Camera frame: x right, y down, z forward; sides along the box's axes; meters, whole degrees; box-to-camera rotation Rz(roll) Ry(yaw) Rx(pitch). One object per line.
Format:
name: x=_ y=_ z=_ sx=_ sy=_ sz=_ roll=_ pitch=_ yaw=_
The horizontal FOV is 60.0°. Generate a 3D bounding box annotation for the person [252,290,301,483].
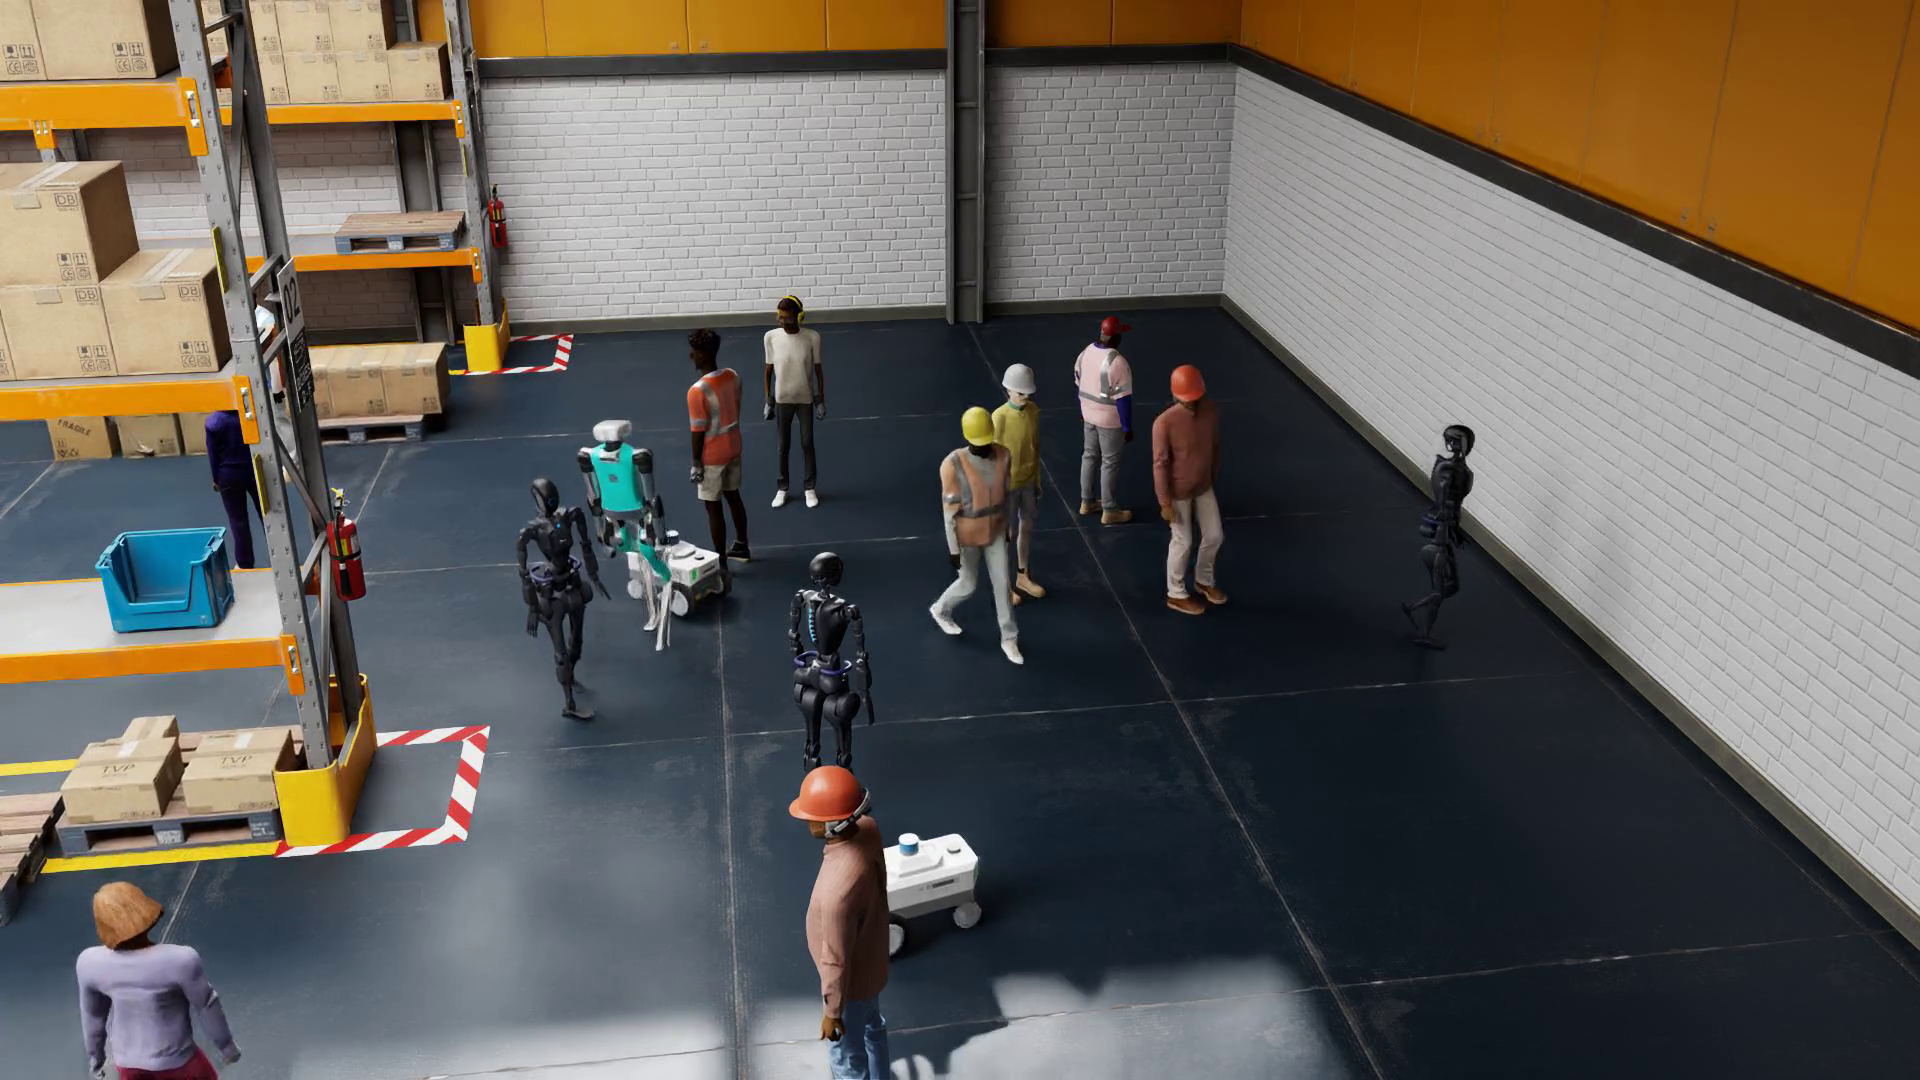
person: x=-6.164 y=-1.390 z=14.628 sx=0.620 sy=1.838 sz=0.431 roll=15 pitch=28 yaw=30

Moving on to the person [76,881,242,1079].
person: x=-3.316 y=2.123 z=6.894 sx=0.574 sy=1.620 sz=0.465 roll=2 pitch=24 yaw=5

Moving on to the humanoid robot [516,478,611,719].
humanoid robot: x=-2.573 y=0.341 z=10.906 sx=0.618 sy=1.634 sz=0.628 roll=21 pitch=31 yaw=39

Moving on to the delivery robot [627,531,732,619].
delivery robot: x=-2.139 y=0.230 z=12.524 sx=0.796 sy=0.601 sz=0.499 roll=14 pitch=27 yaw=29

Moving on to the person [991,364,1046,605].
person: x=0.405 y=-0.422 z=12.363 sx=0.487 sy=1.879 sz=0.411 roll=-20 pitch=31 yaw=-38

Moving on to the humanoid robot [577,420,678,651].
humanoid robot: x=-2.273 y=-0.078 z=11.792 sx=0.568 sy=1.794 sz=0.808 roll=4 pitch=24 yaw=10

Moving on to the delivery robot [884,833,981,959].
delivery robot: x=-0.286 y=1.850 z=8.844 sx=0.811 sy=0.609 sz=0.499 roll=-10 pitch=26 yaw=-22

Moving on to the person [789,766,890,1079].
person: x=-0.493 y=1.829 z=7.100 sx=0.403 sy=1.986 sz=0.610 roll=4 pitch=24 yaw=9

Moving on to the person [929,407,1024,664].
person: x=0.096 y=-0.082 z=11.591 sx=0.603 sy=1.889 sz=0.798 roll=-14 pitch=27 yaw=-29

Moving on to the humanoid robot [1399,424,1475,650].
humanoid robot: x=3.378 y=-0.031 z=11.707 sx=0.390 sy=1.643 sz=0.602 roll=12 pitch=27 yaw=26

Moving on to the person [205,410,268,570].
person: x=-5.543 y=-0.501 z=12.848 sx=0.464 sy=1.622 sz=0.348 roll=-19 pitch=30 yaw=-37

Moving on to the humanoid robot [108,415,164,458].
humanoid robot: x=-7.584 y=-1.524 z=15.126 sx=0.753 sy=1.848 sz=0.546 roll=7 pitch=25 yaw=16

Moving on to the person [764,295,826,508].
person: x=-1.397 y=-1.167 z=14.072 sx=0.524 sy=1.863 sz=0.318 roll=0 pitch=24 yaw=-1

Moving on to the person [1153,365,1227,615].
person: x=1.695 y=-0.364 z=12.141 sx=0.693 sy=1.958 sz=0.432 roll=-16 pitch=28 yaw=-33

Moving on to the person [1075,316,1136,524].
person: x=1.223 y=-1.009 z=13.848 sx=0.419 sy=1.751 sz=0.624 roll=-16 pitch=29 yaw=-33

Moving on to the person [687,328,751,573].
person: x=-1.884 y=-0.683 z=12.863 sx=0.386 sy=1.956 sz=0.603 roll=11 pitch=26 yaw=24

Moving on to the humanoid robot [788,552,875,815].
humanoid robot: x=-0.774 y=0.843 z=9.707 sx=0.599 sy=1.657 sz=0.315 roll=16 pitch=28 yaw=31
